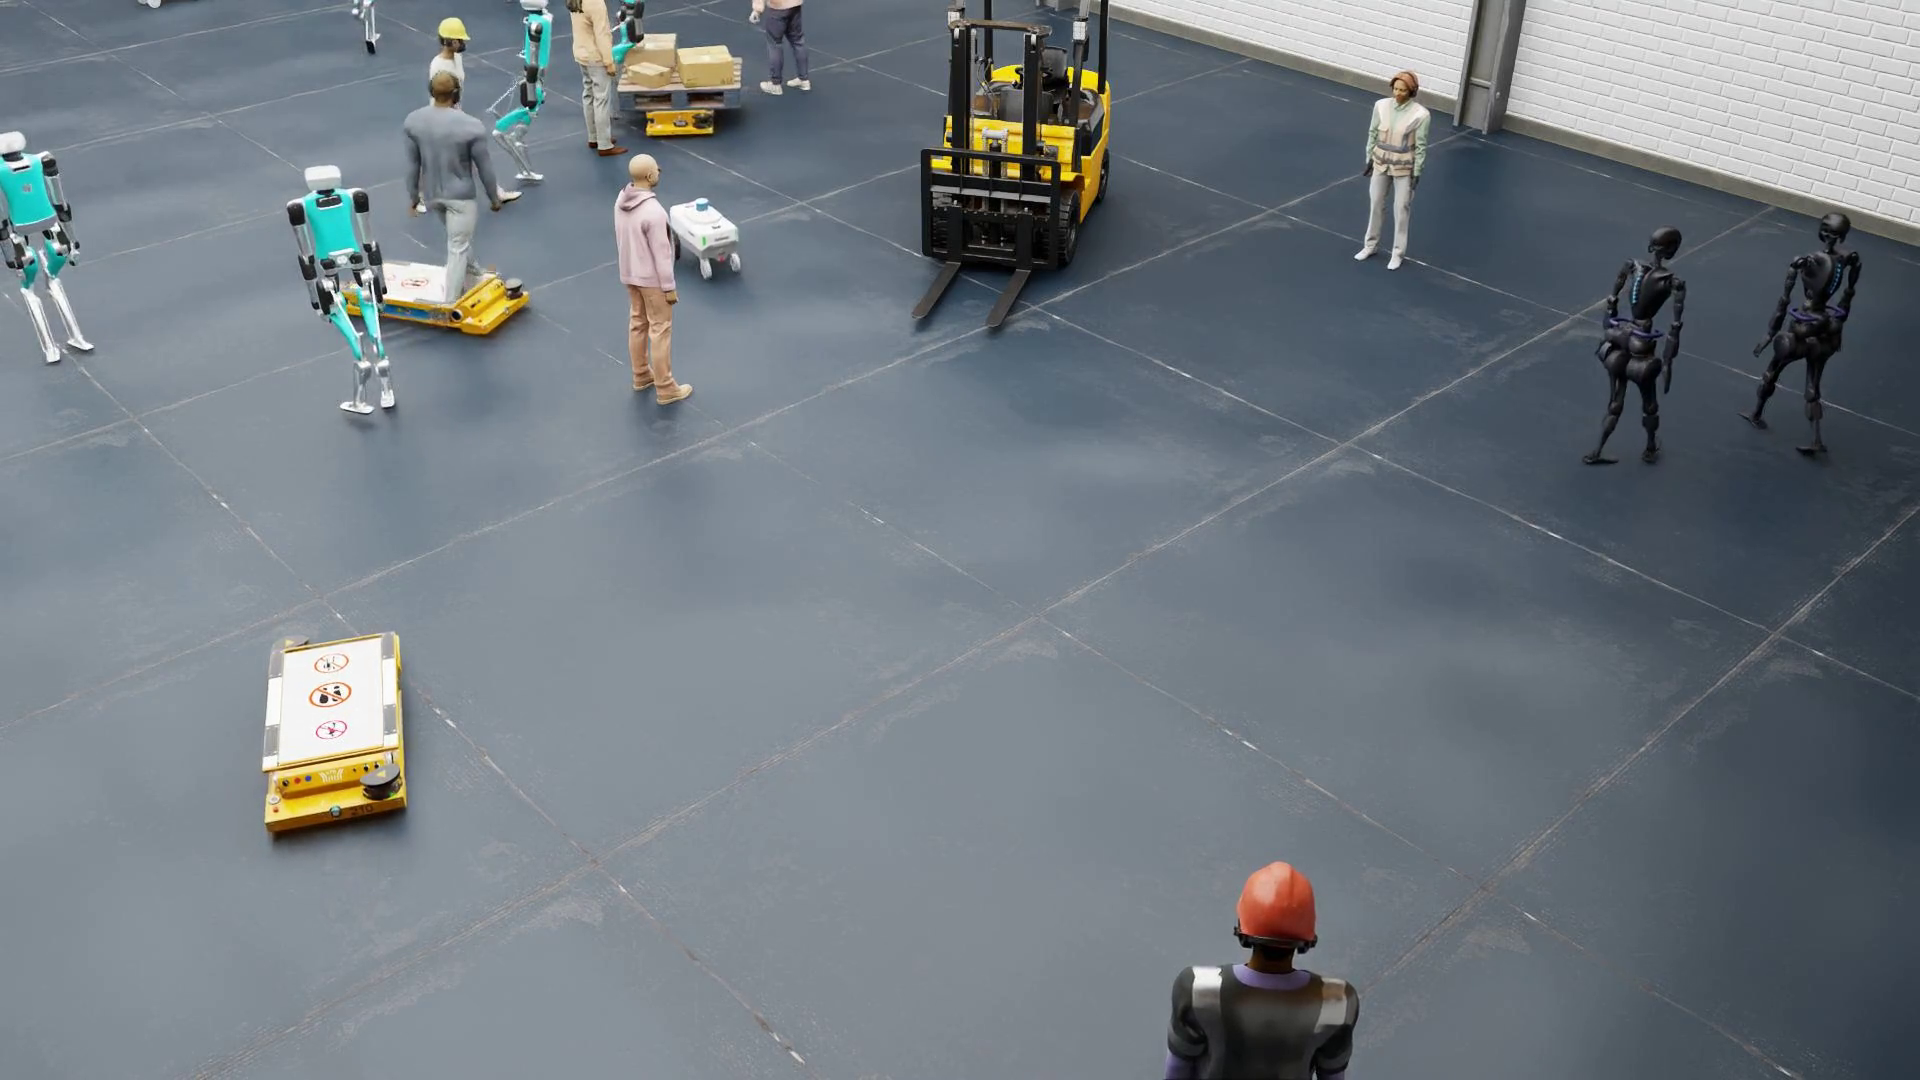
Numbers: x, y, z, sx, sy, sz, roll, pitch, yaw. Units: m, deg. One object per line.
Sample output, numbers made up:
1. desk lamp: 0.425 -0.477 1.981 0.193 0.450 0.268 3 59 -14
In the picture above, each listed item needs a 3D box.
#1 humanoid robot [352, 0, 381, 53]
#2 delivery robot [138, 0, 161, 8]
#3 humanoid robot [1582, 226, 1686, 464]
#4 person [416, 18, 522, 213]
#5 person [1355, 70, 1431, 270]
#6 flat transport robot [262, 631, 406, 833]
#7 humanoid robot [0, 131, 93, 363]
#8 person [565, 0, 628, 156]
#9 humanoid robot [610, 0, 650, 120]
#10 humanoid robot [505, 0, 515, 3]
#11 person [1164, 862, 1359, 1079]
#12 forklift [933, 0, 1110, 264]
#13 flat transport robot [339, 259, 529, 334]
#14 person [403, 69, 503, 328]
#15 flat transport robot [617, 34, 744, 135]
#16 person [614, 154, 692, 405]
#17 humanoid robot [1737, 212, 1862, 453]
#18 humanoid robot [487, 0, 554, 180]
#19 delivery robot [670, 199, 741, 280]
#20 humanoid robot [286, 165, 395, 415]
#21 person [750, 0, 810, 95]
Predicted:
1. humanoid robot: -6.749 -6.372 18.645 0.546 1.784 0.935 -2 33 -3
2. delivery robot: -9.788 -6.933 20.584 0.499 0.614 0.791 25 41 33
3. humanoid robot: 4.450 -1.261 10.846 0.562 1.636 0.612 -18 37 -25
4. person: -4.488 -3.703 14.553 0.970 1.689 0.578 7 34 10
5. person: 3.538 -3.023 13.570 0.516 1.632 0.313 25 41 33
6. flat transport robot: -3.271 0.945 8.721 0.659 0.231 1.431 -9 34 -14
7. humanoid robot: -6.758 -2.167 12.104 0.701 1.733 0.533 28 42 35
8. person: -3.480 -4.586 15.761 0.398 1.871 0.559 -22 39 -30
9. humanoid robot: -3.479 -5.091 16.673 1.003 1.758 0.540 -15 36 -22
10. humanoid robot: -5.562 -7.490 20.413 0.588 1.638 0.586 9 34 13
11. person: 0.979 1.898 5.647 0.598 2.036 0.402 2 33 3
12. forklift: 0.570 -3.725 14.138 1.214 2.155 2.313 9 34 13
13. flat transport robot: -4.207 -1.924 13.130 1.431 0.231 0.659 10 34 15
14. person: -3.858 -2.653 12.760 0.637 1.884 1.003 9 34 14
15. flat transport robot: -2.824 -4.459 17.027 0.659 0.231 1.431 -2 33 -4
16. person: -2.179 -1.808 11.575 0.408 1.775 0.526 -27 42 -35
17. humanoid robot: 5.655 -1.375 11.045 0.606 1.634 0.772 -6 34 -10
18. humanoid robot: -3.990 -4.000 15.049 0.817 1.848 0.542 -1 33 -2
19. delivery robot: -2.133 -2.538 13.830 0.499 0.614 0.811 -19 37 -26
20. humanoid robot: -4.092 -1.619 11.250 0.530 1.715 0.733 -18 37 -26
21. person: -1.836 -5.581 17.303 0.489 1.847 0.825 18 37 26
